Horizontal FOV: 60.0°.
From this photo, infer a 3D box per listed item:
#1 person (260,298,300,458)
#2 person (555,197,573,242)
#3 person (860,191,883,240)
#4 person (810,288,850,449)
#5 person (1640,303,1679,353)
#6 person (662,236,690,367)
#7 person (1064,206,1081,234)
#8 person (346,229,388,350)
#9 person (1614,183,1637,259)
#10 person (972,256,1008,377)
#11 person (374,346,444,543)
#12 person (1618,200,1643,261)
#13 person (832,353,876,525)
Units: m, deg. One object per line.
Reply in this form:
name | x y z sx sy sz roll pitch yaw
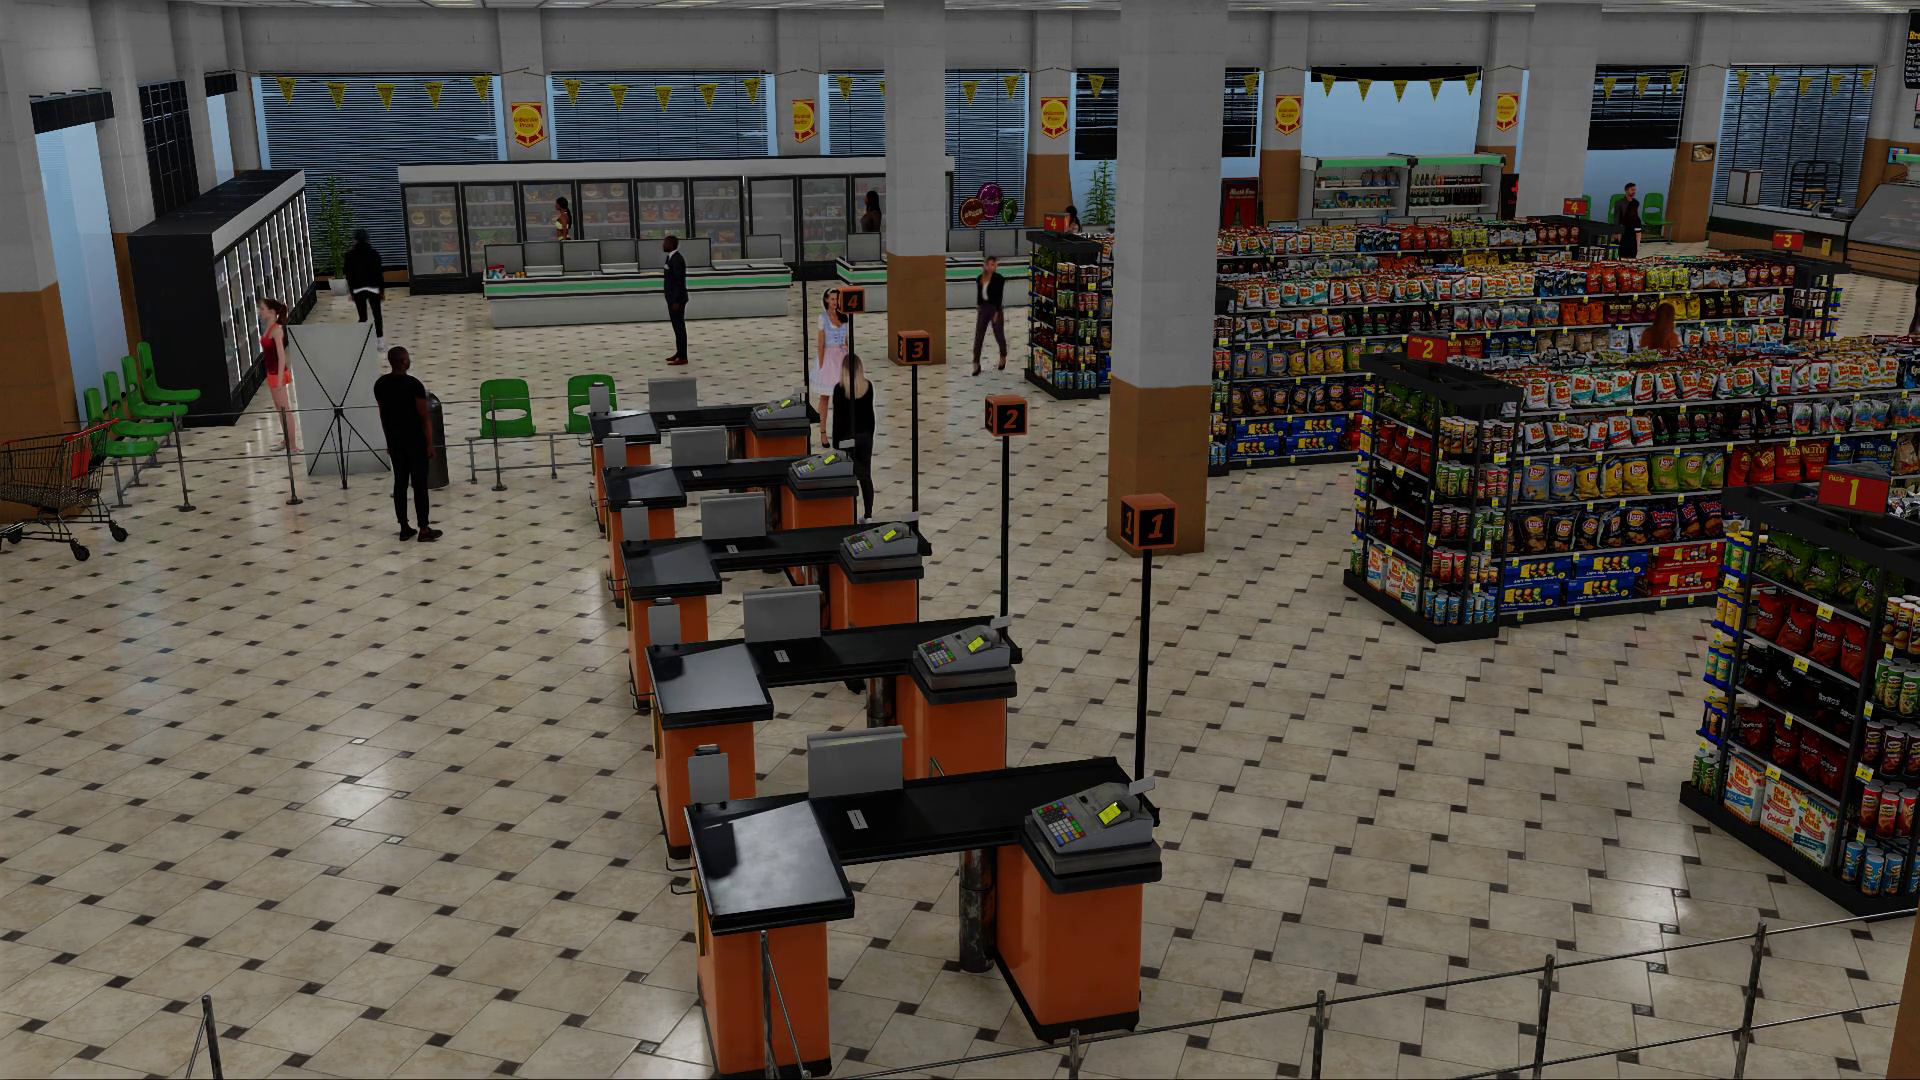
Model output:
person | -7.618 -1.832 18.574 0.641 1.754 0.627 -10 20 -29
person | -7.099 -5.295 29.977 0.536 1.754 0.587 -2 17 -8
person | -1.571 -5.405 30.189 0.581 1.842 0.638 -5 18 -16
person | -1.435 -1.963 18.901 0.780 1.815 0.865 -12 20 -33
person | 7.697 -1.765 18.408 0.692 1.722 0.699 -12 21 -34
person | -4.049 -3.427 23.705 0.588 1.824 0.695 -4 17 -12
person | 1.863 -4.751 28.118 0.532 1.794 0.573 -5 17 -15
person | -8.764 -3.667 24.550 0.870 1.792 0.816 -9 19 -28
person | 12.580 -5.823 31.513 0.587 1.874 0.772 -7 18 -22
person | 0.476 -3.063 22.881 1.042 1.607 1.032 8 19 24
person | -5.105 -0.888 15.351 0.686 1.820 0.811 4 17 14
person | 12.323 -5.440 30.657 0.682 1.638 0.680 -11 20 -32
person | -1.004 -0.925 15.706 0.579 1.685 0.736 -11 20 -31
